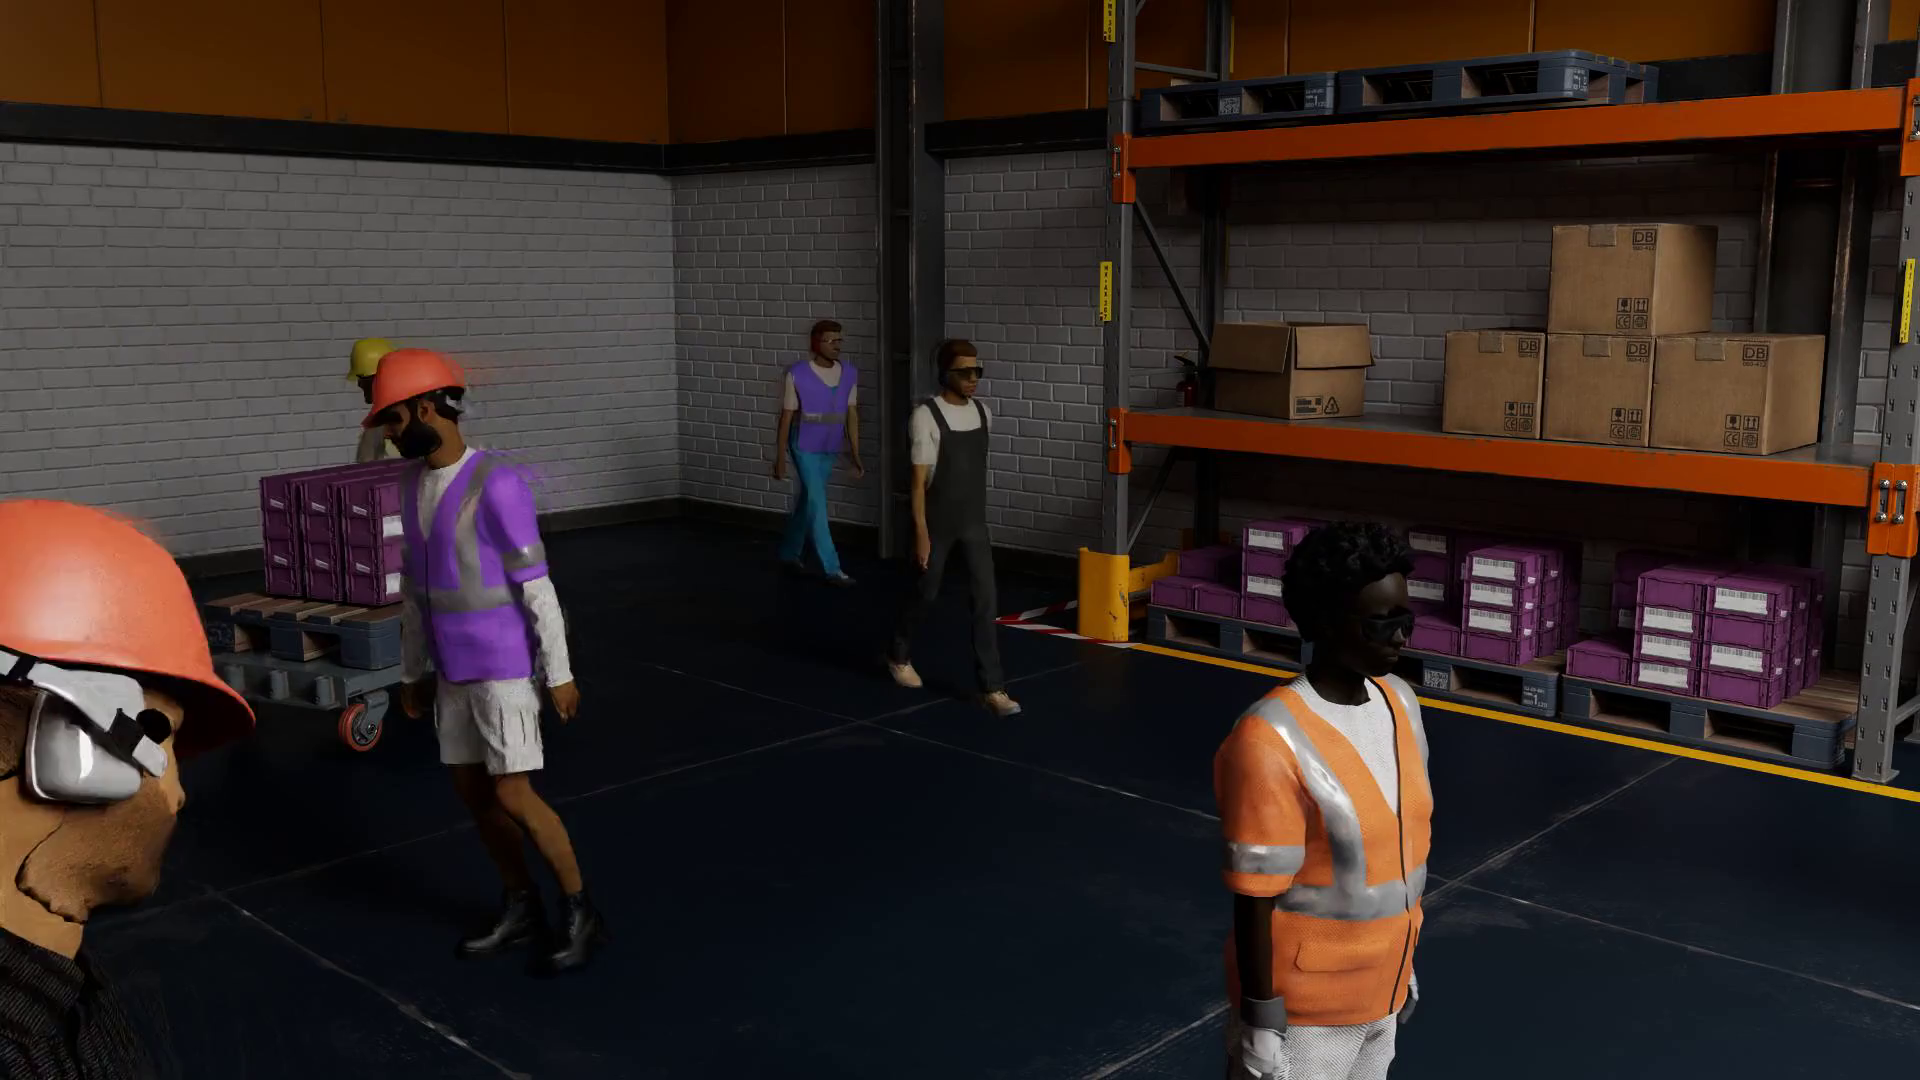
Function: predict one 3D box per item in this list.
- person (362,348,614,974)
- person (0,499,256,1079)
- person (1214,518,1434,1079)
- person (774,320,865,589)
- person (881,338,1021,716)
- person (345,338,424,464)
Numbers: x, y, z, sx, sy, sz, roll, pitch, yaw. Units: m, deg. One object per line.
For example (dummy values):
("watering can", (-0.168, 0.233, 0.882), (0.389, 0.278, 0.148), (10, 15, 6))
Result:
("person", (-1.457, 0.369, 5.008), (0.597, 1.888, 0.509), (7, 12, 39))
("person", (-0.761, 0.957, 1.268), (0.428, 1.946, 0.715), (-1, 9, -8))
("person", (0.654, 0.798, 2.971), (0.316, 1.696, 0.541), (9, 13, 43))
("person", (-0.969, -0.593, 11.248), (0.955, 1.788, 0.566), (9, 13, 43))
("person", (-0.083, -0.091, 8.135), (0.521, 1.801, 0.980), (-7, 12, -36))
("person", (-2.963, -0.210, 8.959), (0.877, 1.776, 0.601), (-5, 10, -27))
